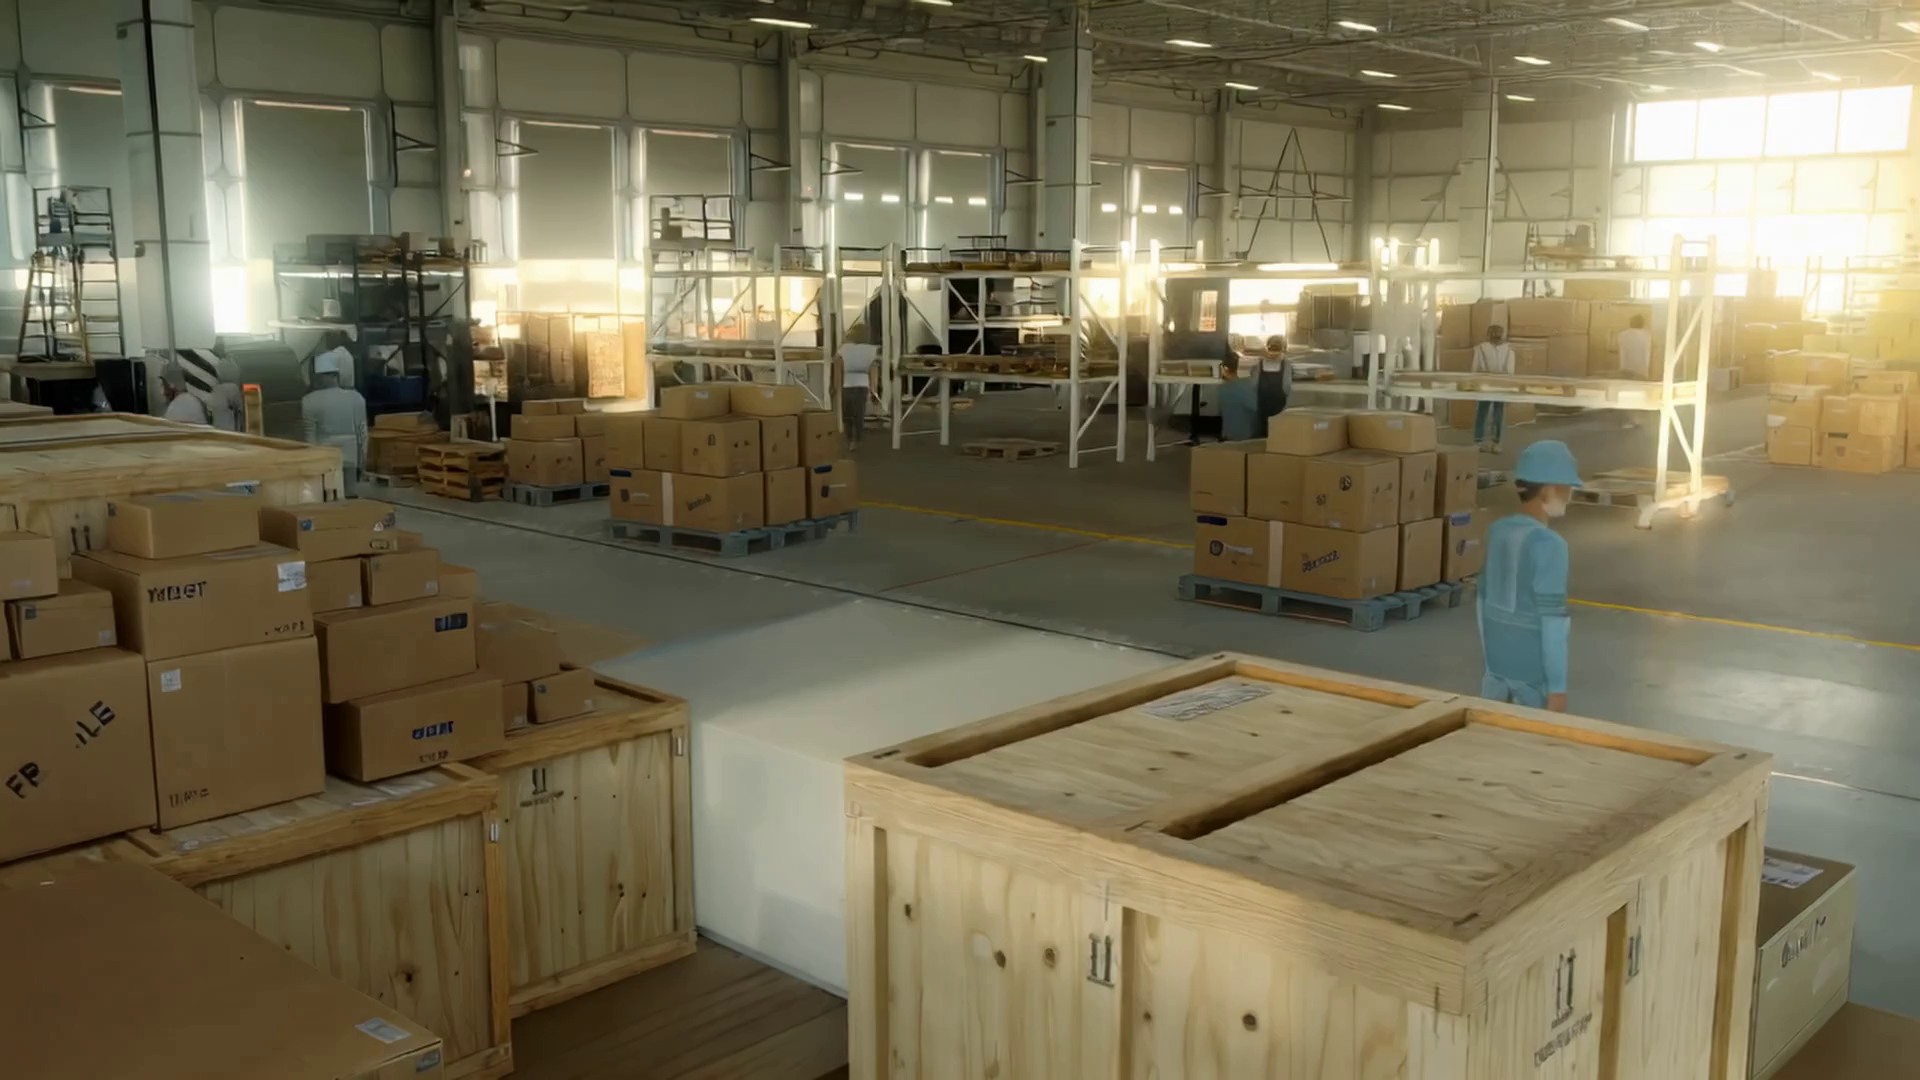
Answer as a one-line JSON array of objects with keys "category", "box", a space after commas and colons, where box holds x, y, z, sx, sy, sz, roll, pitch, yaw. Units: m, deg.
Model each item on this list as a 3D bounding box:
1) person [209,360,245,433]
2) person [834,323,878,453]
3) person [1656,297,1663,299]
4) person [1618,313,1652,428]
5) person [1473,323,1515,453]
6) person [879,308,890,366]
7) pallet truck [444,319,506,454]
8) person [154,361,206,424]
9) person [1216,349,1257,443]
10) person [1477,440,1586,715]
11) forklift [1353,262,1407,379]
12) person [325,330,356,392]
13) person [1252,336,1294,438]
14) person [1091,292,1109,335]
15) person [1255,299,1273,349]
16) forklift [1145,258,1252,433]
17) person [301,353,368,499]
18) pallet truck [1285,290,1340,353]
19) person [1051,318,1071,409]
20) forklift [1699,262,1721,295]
[{"category": "person", "box": [-8.048, -1.170, 18.457, 0.582, 1.644, 0.803, 5, 10, 28]}, {"category": "person", "box": [-1.491, -2.173, 23.920, 0.651, 1.881, 0.648, -1, 9, -7]}, {"category": "person", "box": [18.356, -5.421, 43.690, 0.628, 1.931, 0.358, -6, 11, -33]}, {"category": "person", "box": [11.303, -2.821, 27.765, 0.625, 1.919, 0.661, -6, 11, -34]}, {"category": "person", "box": [7.697, -2.189, 24.017, 0.574, 1.882, 0.358, 1, 9, 4]}, {"category": "person", "box": [-2.003, -5.350, 44.171, 0.313, 1.634, 0.514, 1, 9, 5]}, {"category": "pallet truck", "box": [-6.981, -1.942, 22.150, 1.885, 1.965, 0.823, 1, 9, 9]}, {"category": "person", "box": [-6.419, -0.488, 13.506, 0.863, 1.903, 0.635, -2, 9, -13]}, {"category": "person", "box": [2.915, -1.065, 17.265, 0.558, 1.843, 0.584, 9, 13, 43]}, {"category": "person", "box": [2.448, 0.537, 7.139, 0.373, 1.935, 0.552, -2, 10, -13]}, {"category": "forklift", "box": [10.471, -5.274, 39.878, 1.873, 2.768, 1.129, 3, 10, 17]}, {"category": "person", "box": [-8.712, -2.077, 23.594, 0.896, 1.807, 0.623, -1, 9, -9]}, {"category": "person", "box": [3.895, -1.627, 20.754, 0.518, 1.833, 0.372, 3, 10, 17]}, {"category": "person", "box": [4.341, -6.694, 51.503, 0.544, 1.930, 0.388, 1, 9, 4]}, {"category": "person", "box": [7.493, -4.968, 40.929, 0.616, 1.924, 0.547, -4, 10, -21]}, {"category": "forklift", "box": [3.969, -3.227, 27.333, 1.129, 2.768, 1.873, -3, 10, -19]}, {"category": "person", "box": [-5.536, -0.692, 14.730, 0.400, 1.922, 0.592, 8, 12, 40]}, {"category": "pallet truck", "box": [11.297, -6.951, 52.861, 1.885, 1.965, 0.823, -5, 11, -29]}, {"category": "person", "box": [1.959, -3.338, 31.512, 0.485, 1.739, 0.320, -2, 9, -12]}, {"category": "forklift", "box": [20.095, -6.078, 44.810, 1.873, 2.768, 1.129, 3, 10, 17]}]
